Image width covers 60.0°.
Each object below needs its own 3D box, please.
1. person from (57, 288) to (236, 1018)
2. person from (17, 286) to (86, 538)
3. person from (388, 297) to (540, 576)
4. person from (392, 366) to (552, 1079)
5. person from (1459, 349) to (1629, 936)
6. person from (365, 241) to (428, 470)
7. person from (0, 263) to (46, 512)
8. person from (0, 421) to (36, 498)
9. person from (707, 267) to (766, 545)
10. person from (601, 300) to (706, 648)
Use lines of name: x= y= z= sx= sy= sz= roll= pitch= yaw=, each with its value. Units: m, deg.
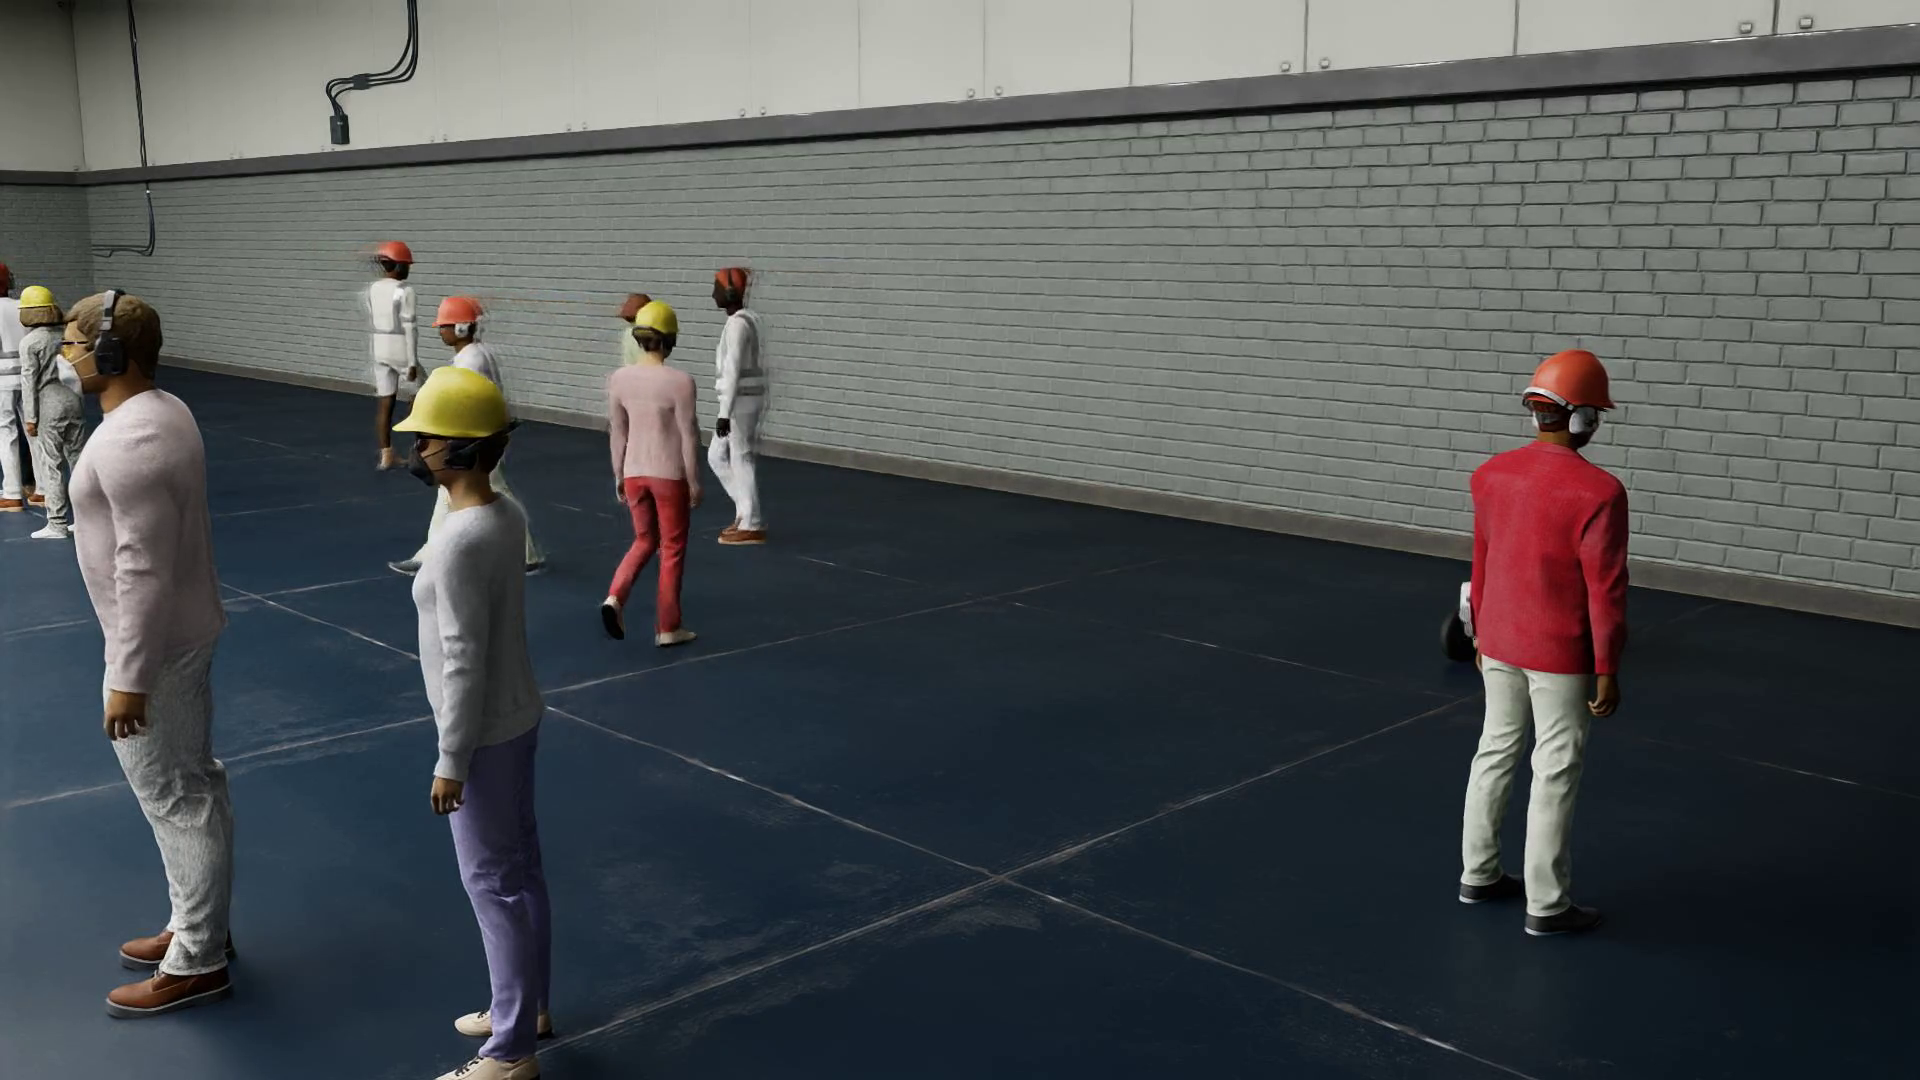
person: x=-2.171 y=0.303 z=4.468 sx=0.370 sy=1.940 sz=0.627 roll=-3 pitch=11 yaw=-17
person: x=-6.260 y=-0.875 z=11.461 sx=0.320 sy=1.737 sz=0.483 roll=3 pitch=11 yaw=17
person: x=-2.977 y=-0.592 z=9.972 sx=0.890 sy=1.702 sz=0.574 roll=-4 pitch=11 yaw=-22
person: x=-1.176 y=0.464 z=4.054 sx=0.305 sy=1.772 sz=0.527 roll=-1 pitch=10 yaw=-3
person: x=1.774 y=0.303 z=5.003 sx=0.349 sy=1.743 sz=0.568 roll=-5 pitch=12 yaw=-26
person: x=-4.963 y=-1.647 z=14.904 sx=0.610 sy=2.019 sz=0.763 roll=5 pitch=12 yaw=26
person: x=-7.173 y=-1.155 z=12.566 sx=0.354 sy=1.886 sz=0.572 roll=6 pitch=12 yaw=28
person: x=-7.755 y=-1.292 z=12.892 sx=0.696 sy=2.000 sz=1.022 roll=9 pitch=14 yaw=39
person: x=-1.514 y=-0.882 z=11.137 sx=0.430 sy=1.871 sz=0.578 roll=-1 pitch=10 yaw=-7
person: x=-1.544 y=-0.307 z=8.294 sx=0.523 sy=1.758 sz=0.483 roll=5 pitch=12 yaw=27
